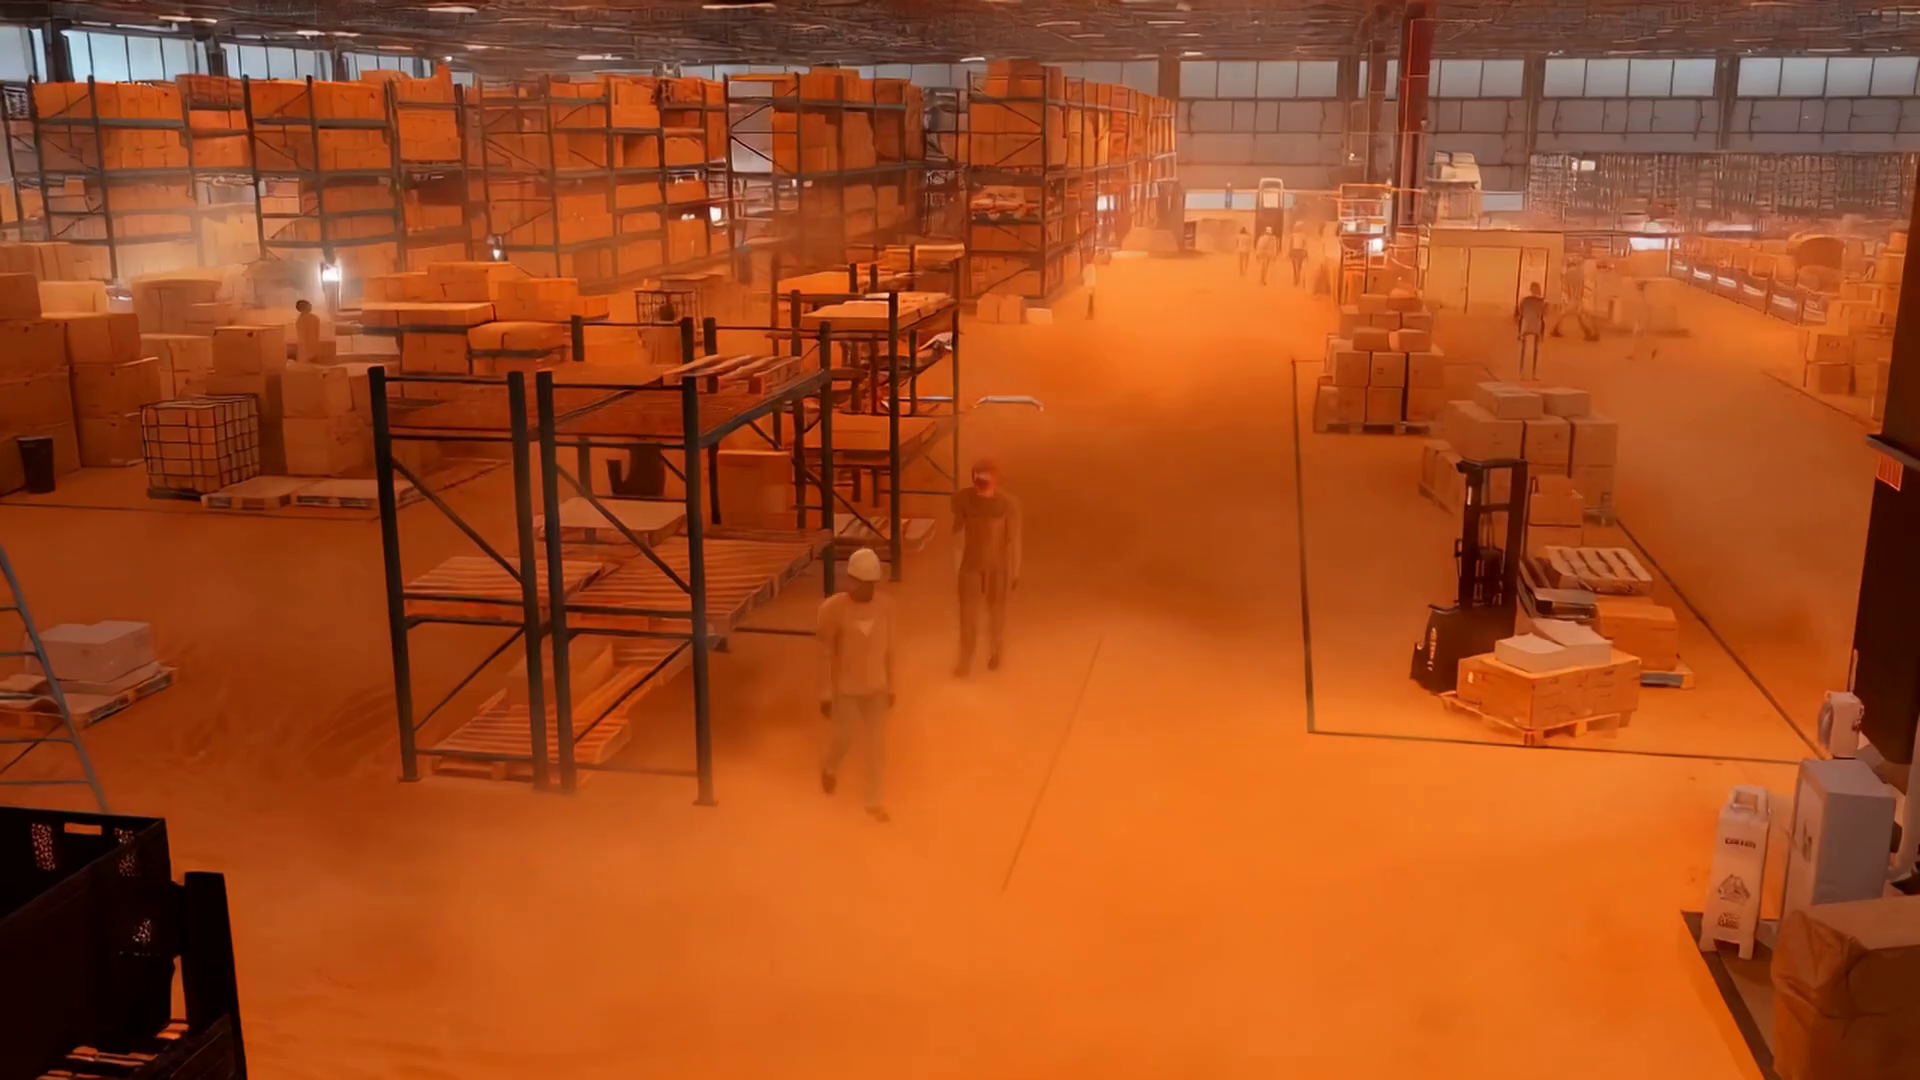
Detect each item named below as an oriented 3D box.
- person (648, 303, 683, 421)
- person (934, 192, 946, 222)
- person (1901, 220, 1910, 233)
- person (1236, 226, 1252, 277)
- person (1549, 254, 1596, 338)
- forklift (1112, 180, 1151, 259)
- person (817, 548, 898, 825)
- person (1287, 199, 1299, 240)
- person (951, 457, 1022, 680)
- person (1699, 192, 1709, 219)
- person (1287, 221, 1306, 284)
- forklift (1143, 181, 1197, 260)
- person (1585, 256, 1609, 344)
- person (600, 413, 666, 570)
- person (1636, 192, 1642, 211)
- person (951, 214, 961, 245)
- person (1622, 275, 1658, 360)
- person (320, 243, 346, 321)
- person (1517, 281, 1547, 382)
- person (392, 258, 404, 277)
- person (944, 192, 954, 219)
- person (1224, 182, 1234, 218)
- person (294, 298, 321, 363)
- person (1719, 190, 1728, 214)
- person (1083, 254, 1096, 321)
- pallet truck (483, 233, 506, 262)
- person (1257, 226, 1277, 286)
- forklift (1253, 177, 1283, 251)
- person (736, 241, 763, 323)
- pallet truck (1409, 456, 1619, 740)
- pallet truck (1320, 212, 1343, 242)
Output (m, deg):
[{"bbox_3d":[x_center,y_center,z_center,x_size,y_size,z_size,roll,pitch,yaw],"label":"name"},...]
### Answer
[{"bbox_3d":[-4.652,-2.844,26.724,0.661,1.916,0.699,1,14,3],"label":"person"},{"bbox_3d":[-1.010,-17.196,85.222,0.633,1.811,0.506,9,17,33],"label":"person"},{"bbox_3d":[30.644,-9.463,53.655,0.665,1.890,0.421,4,15,18],"label":"person"},{"bbox_3d":[9.103,-9.251,53.336,0.524,1.617,0.343,1,14,5],"label":"person"},{"bbox_3d":[13.949,-5.536,37.753,1.029,1.873,0.560,6,15,24],"label":"person"},{"bbox_3d":[6.082,-11.722,60.796,1.873,2.768,1.129,2,14,9],"label":"forklift"},{"bbox_3d":[-0.710,0.959,11.319,0.602,1.905,0.642,-7,15,-26],"label":"person"},{"bbox_3d":[14.285,-13.750,71.346,0.543,1.749,0.507,-3,14,-10],"label":"person"},{"bbox_3d":[0.189,0.251,14.185,0.656,1.900,0.907,5,15,18],"label":"person"},{"bbox_3d":[36.155,-16.137,80.937,0.631,1.813,0.677,8,16,30],"label":"person"},{"bbox_3d":[10.324,-8.829,51.058,0.568,1.900,0.787,1,14,5],"label":"person"},{"bbox_3d":[7.562,-11.639,60.460,1.873,2.768,1.129,-7,15,-26],"label":"forklift"},{"bbox_3d":[14.032,-5.280,36.604,0.400,1.924,0.579,6,15,24],"label":"person"},{"bbox_3d":[-3.379,-0.590,17.329,0.698,2.000,0.692,8,16,30],"label":"person"},{"bbox_3d":[32.549,-15.998,80.012,0.604,1.973,0.636,2,14,7],"label":"person"},{"bbox_3d":[-0.175,-11.088,60.809,0.367,1.618,0.526,6,15,23],"label":"person"},{"bbox_3d":[13.891,-4.509,33.836,0.579,1.746,0.531,3,14,12],"label":"person"},{"bbox_3d":[-15.456,-6.367,41.055,0.589,1.910,0.402,-7,16,-28],"label":"person"},{"bbox_3d":[10.680,-3.890,31.073,0.507,1.875,0.329,6,15,23],"label":"person"},{"bbox_3d":[-13.087,-5.737,38.924,0.321,1.699,0.536,-4,14,-17],"label":"person"},{"bbox_3d":[-0.598,-17.875,88.100,0.572,1.747,0.346,2,14,8],"label":"person"},{"bbox_3d":[14.447,-18.268,89.323,0.614,1.932,0.450,-11,18,-39],"label":"person"},{"bbox_3d":[-10.945,-3.068,27.643,0.848,1.909,0.653,2,14,10],"label":"person"},{"bbox_3d":[37.081,-16.048,80.558,0.583,1.812,0.596,3,14,13],"label":"person"},{"bbox_3d":[3.212,-6.240,41.082,0.307,1.644,0.512,0,14,2],"label":"person"},{"bbox_3d":[-11.832,-7.026,43.548,1.885,1.965,0.823,8,16,28],"label":"pallet truck"},{"bbox_3d":[9.322,-8.648,50.525,0.607,1.808,0.562,2,14,10],"label":"person"},{"bbox_3d":[12.083,-12.747,64.956,1.129,2.768,1.873,3,14,10],"label":"forklift"},{"bbox_3d":[-5.163,-6.290,40.578,0.577,1.982,0.620,-4,14,-14],"label":"person"},{"bbox_3d":[4.504,0.400,13.395,0.823,1.965,1.885,-6,15,-23],"label":"pallet truck"},{"bbox_3d":[15.874,-13.227,70.310,0.680,1.201,1.601,10,17,35],"label":"pallet truck"}]
